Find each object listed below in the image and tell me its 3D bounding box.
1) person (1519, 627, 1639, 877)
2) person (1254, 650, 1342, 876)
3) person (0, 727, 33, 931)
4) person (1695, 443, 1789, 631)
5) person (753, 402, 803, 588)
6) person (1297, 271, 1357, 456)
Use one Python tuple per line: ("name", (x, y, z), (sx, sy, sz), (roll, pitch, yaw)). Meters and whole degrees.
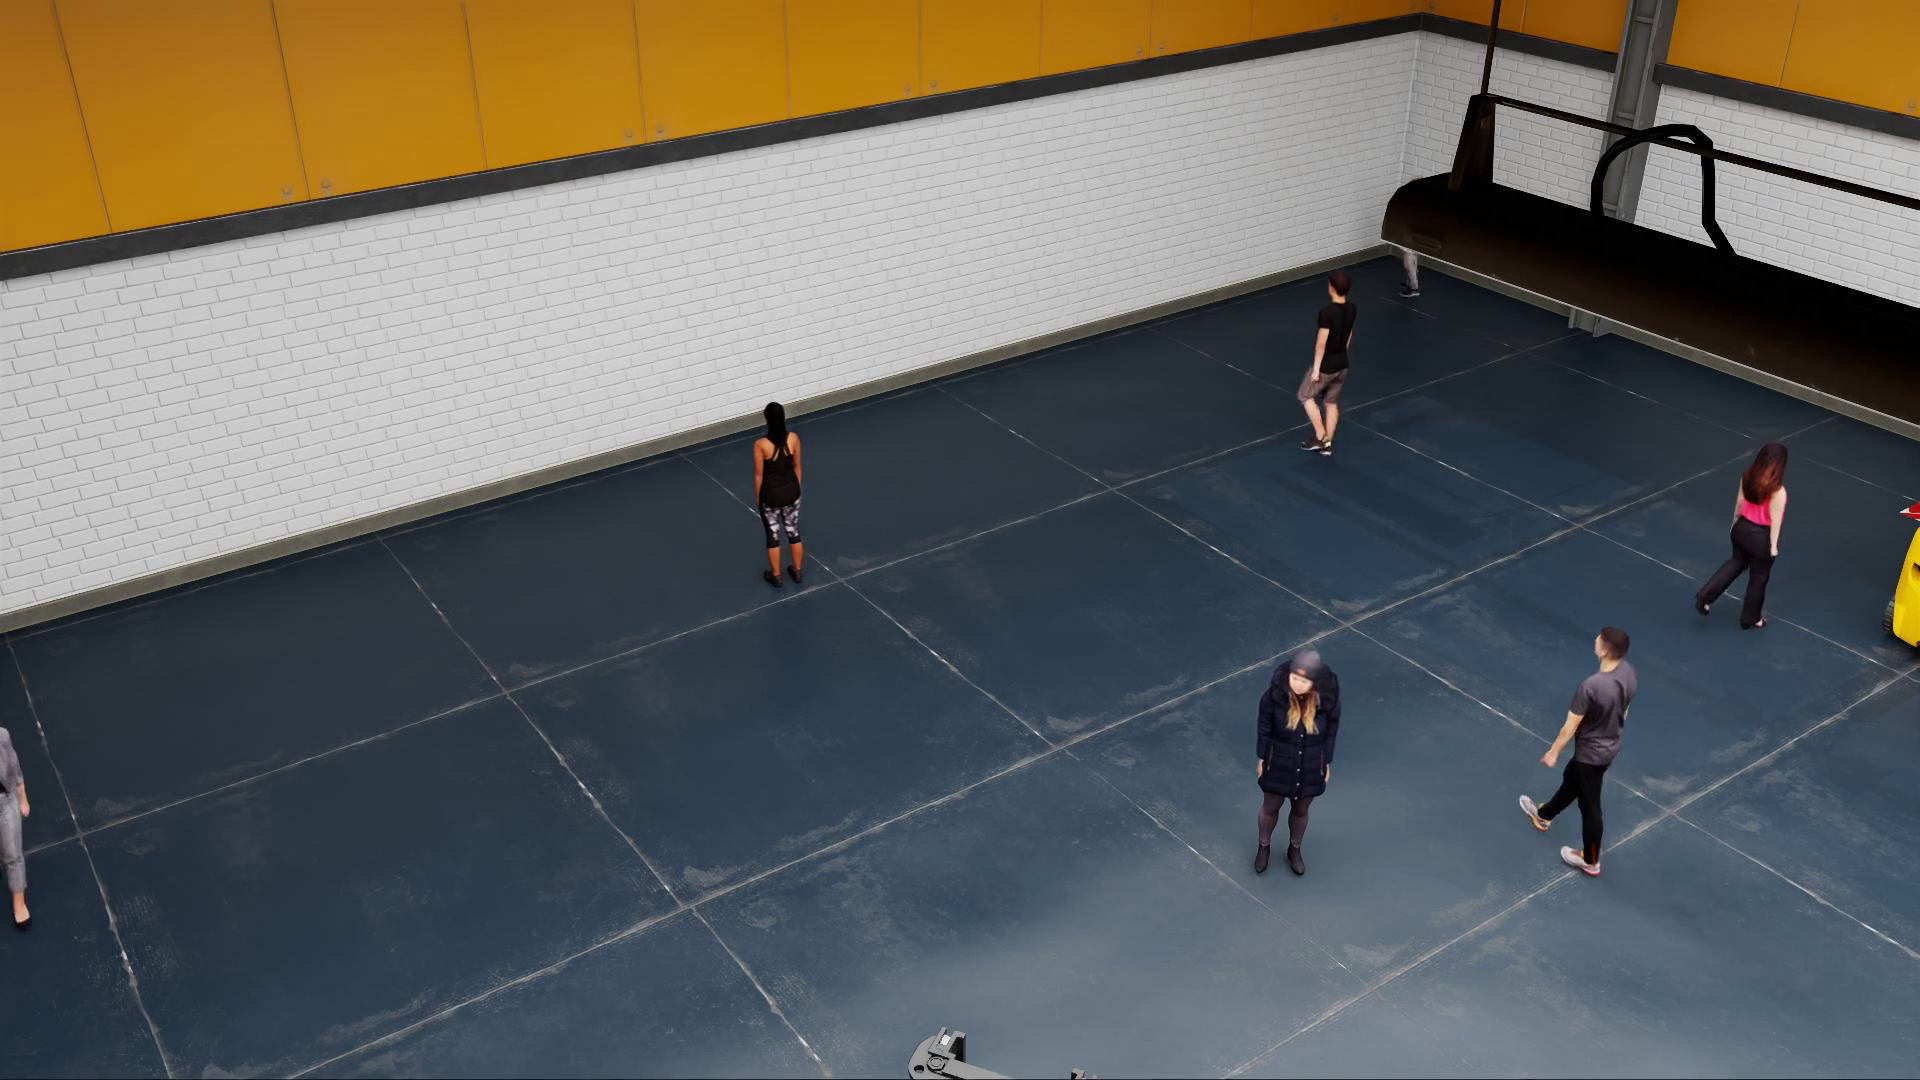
("person", (4.073, 1.374, 10.512), (0.669, 1.741, 0.947), (-20, 34, -32))
("person", (2.119, 1.391, 10.553), (0.791, 1.673, 0.843), (3, 29, 6))
("person", (-5.949, 1.606, 10.176), (0.617, 1.657, 0.796), (-17, 33, -28))
("person", (6.229, 0.000, 13.131), (0.790, 1.646, 0.858), (-9, 30, -17))
("person", (-1.504, -0.391, 13.830), (0.572, 1.663, 0.514), (-17, 33, -28))
("person", (3.602, -1.655, 15.951), (0.692, 1.851, 0.605), (-20, 34, -32))
